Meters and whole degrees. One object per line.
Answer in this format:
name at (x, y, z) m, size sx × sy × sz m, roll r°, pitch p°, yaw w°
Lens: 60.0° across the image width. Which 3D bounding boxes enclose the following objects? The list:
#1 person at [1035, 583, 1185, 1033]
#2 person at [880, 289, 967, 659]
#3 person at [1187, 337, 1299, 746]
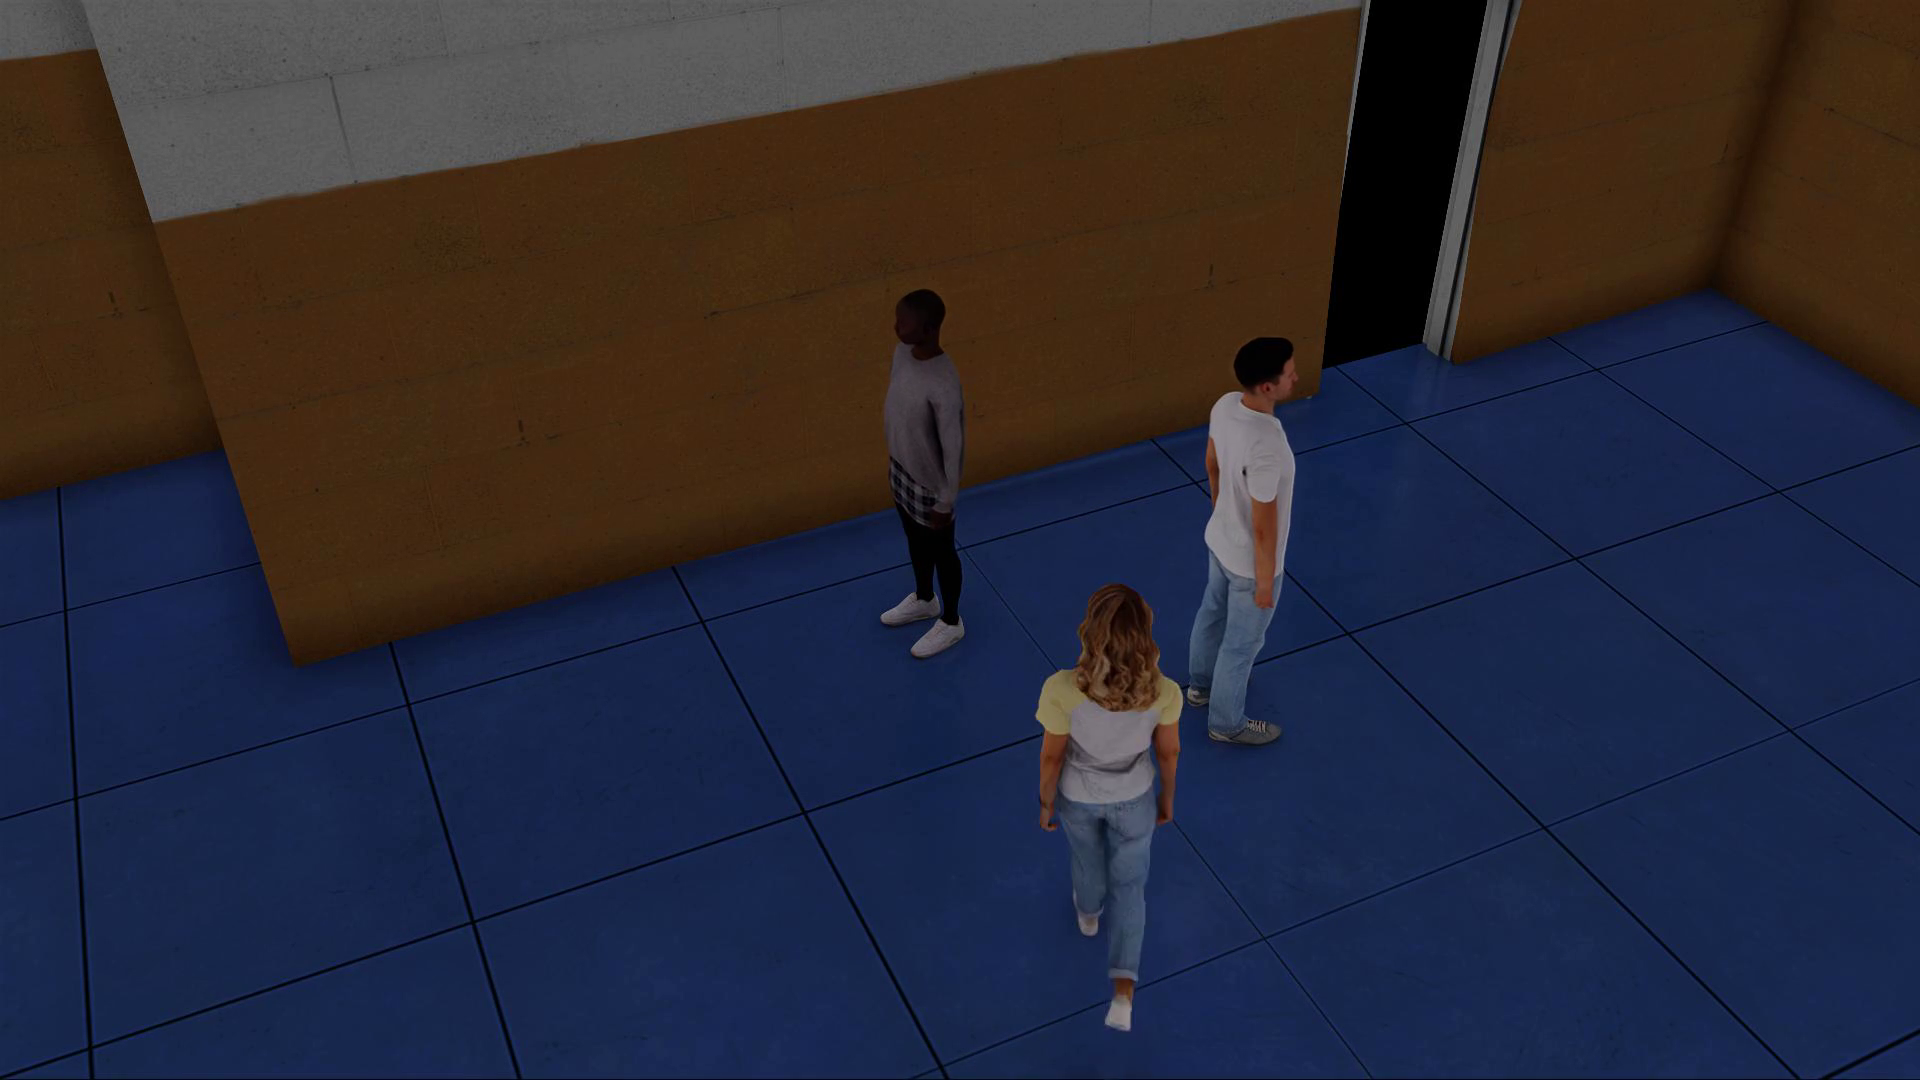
person at (0.495, 0.919, 5.543) m, size 0.922 × 1.703 × 1.167 m, roll 0°, pitch 37°, yaw -1°
person at (-0.135, -0.285, 7.101) m, size 0.699 × 1.772 × 0.489 m, roll -20°, pitch 41°, yaw -25°
person at (1.133, 0.009, 6.633) m, size 0.775 × 1.865 × 0.560 m, roll -9°, pitch 38°, yaw -11°
